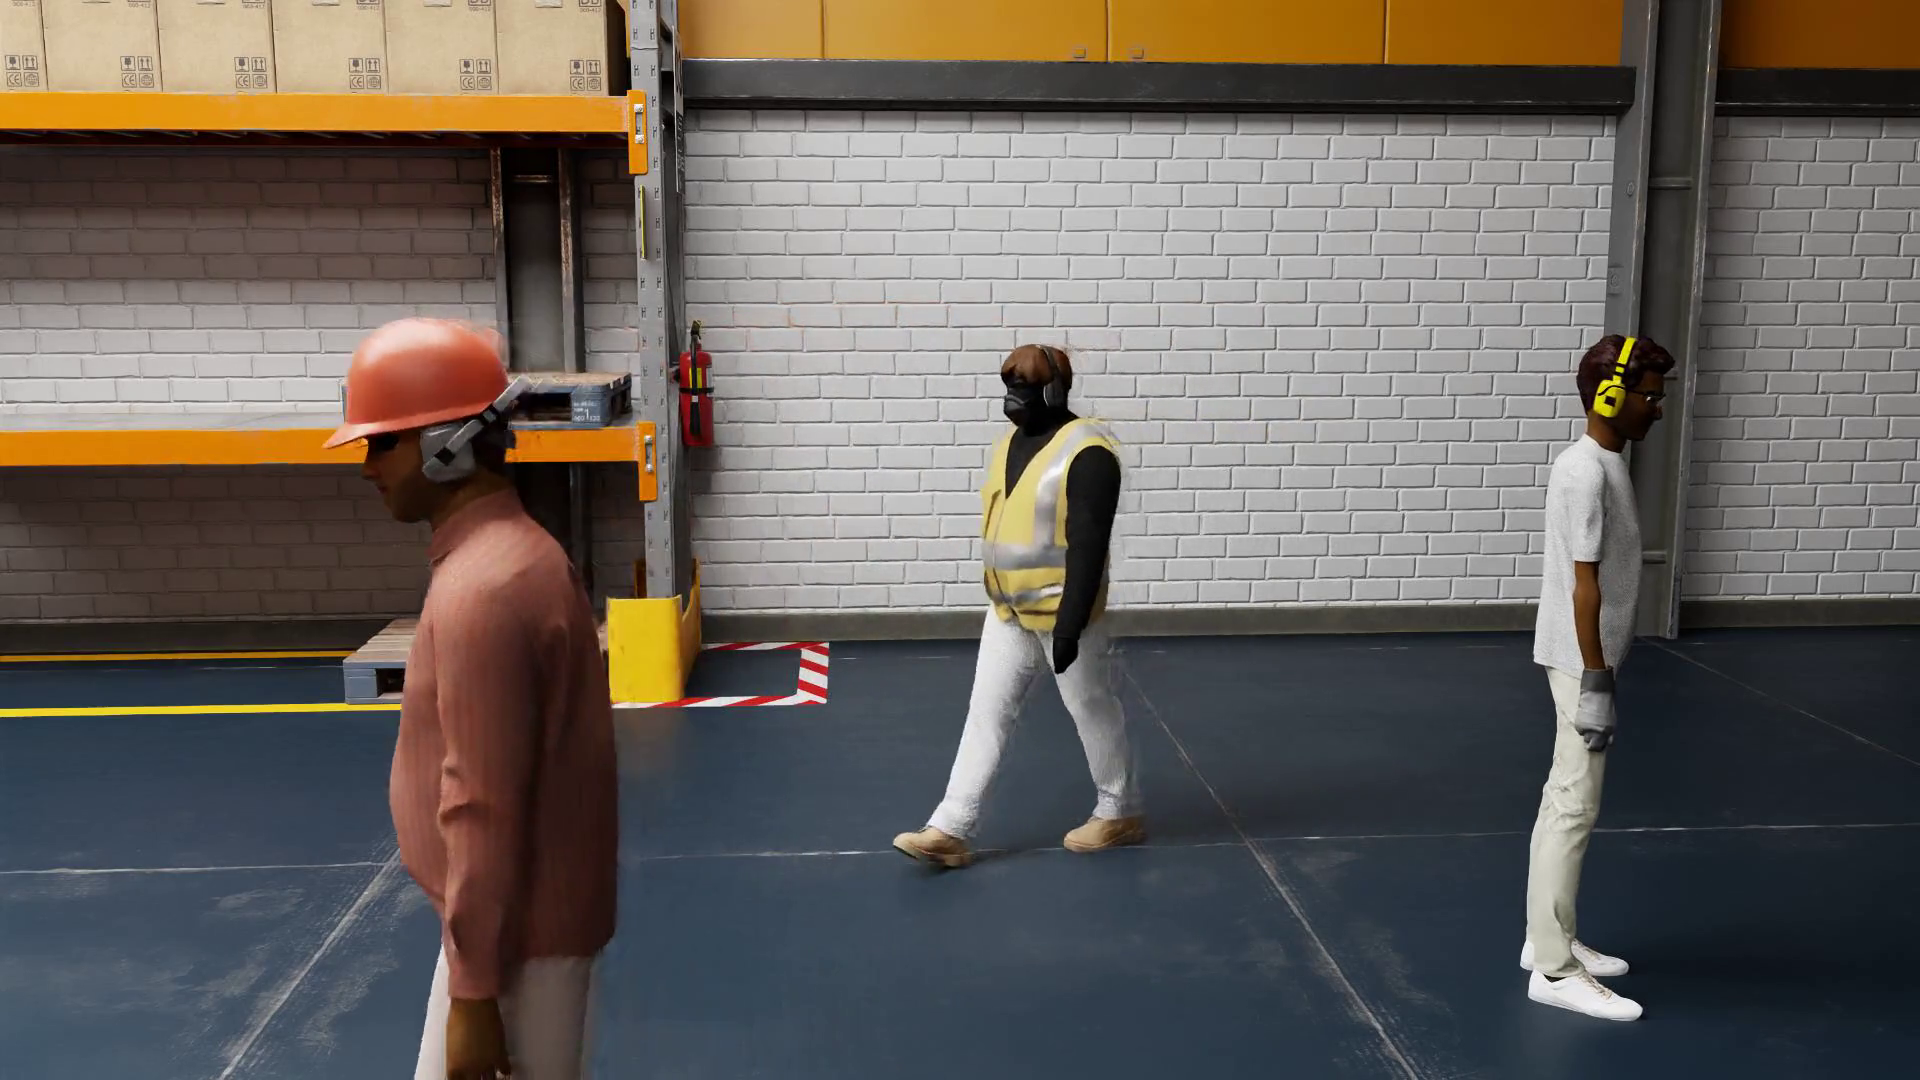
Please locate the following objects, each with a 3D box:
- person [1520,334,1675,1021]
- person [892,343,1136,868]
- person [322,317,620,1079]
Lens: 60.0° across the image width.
[{"bbox_3d":[1.762,0.366,4.615,0.328,1.865,0.519,3,9,17],"label":"person"},{"bbox_3d":[0.247,0.237,5.652,0.947,1.789,0.652,-6,11,-34],"label":"person"},{"bbox_3d":[-0.638,0.615,2.757,0.849,1.954,0.665,-2,9,-11],"label":"person"}]
